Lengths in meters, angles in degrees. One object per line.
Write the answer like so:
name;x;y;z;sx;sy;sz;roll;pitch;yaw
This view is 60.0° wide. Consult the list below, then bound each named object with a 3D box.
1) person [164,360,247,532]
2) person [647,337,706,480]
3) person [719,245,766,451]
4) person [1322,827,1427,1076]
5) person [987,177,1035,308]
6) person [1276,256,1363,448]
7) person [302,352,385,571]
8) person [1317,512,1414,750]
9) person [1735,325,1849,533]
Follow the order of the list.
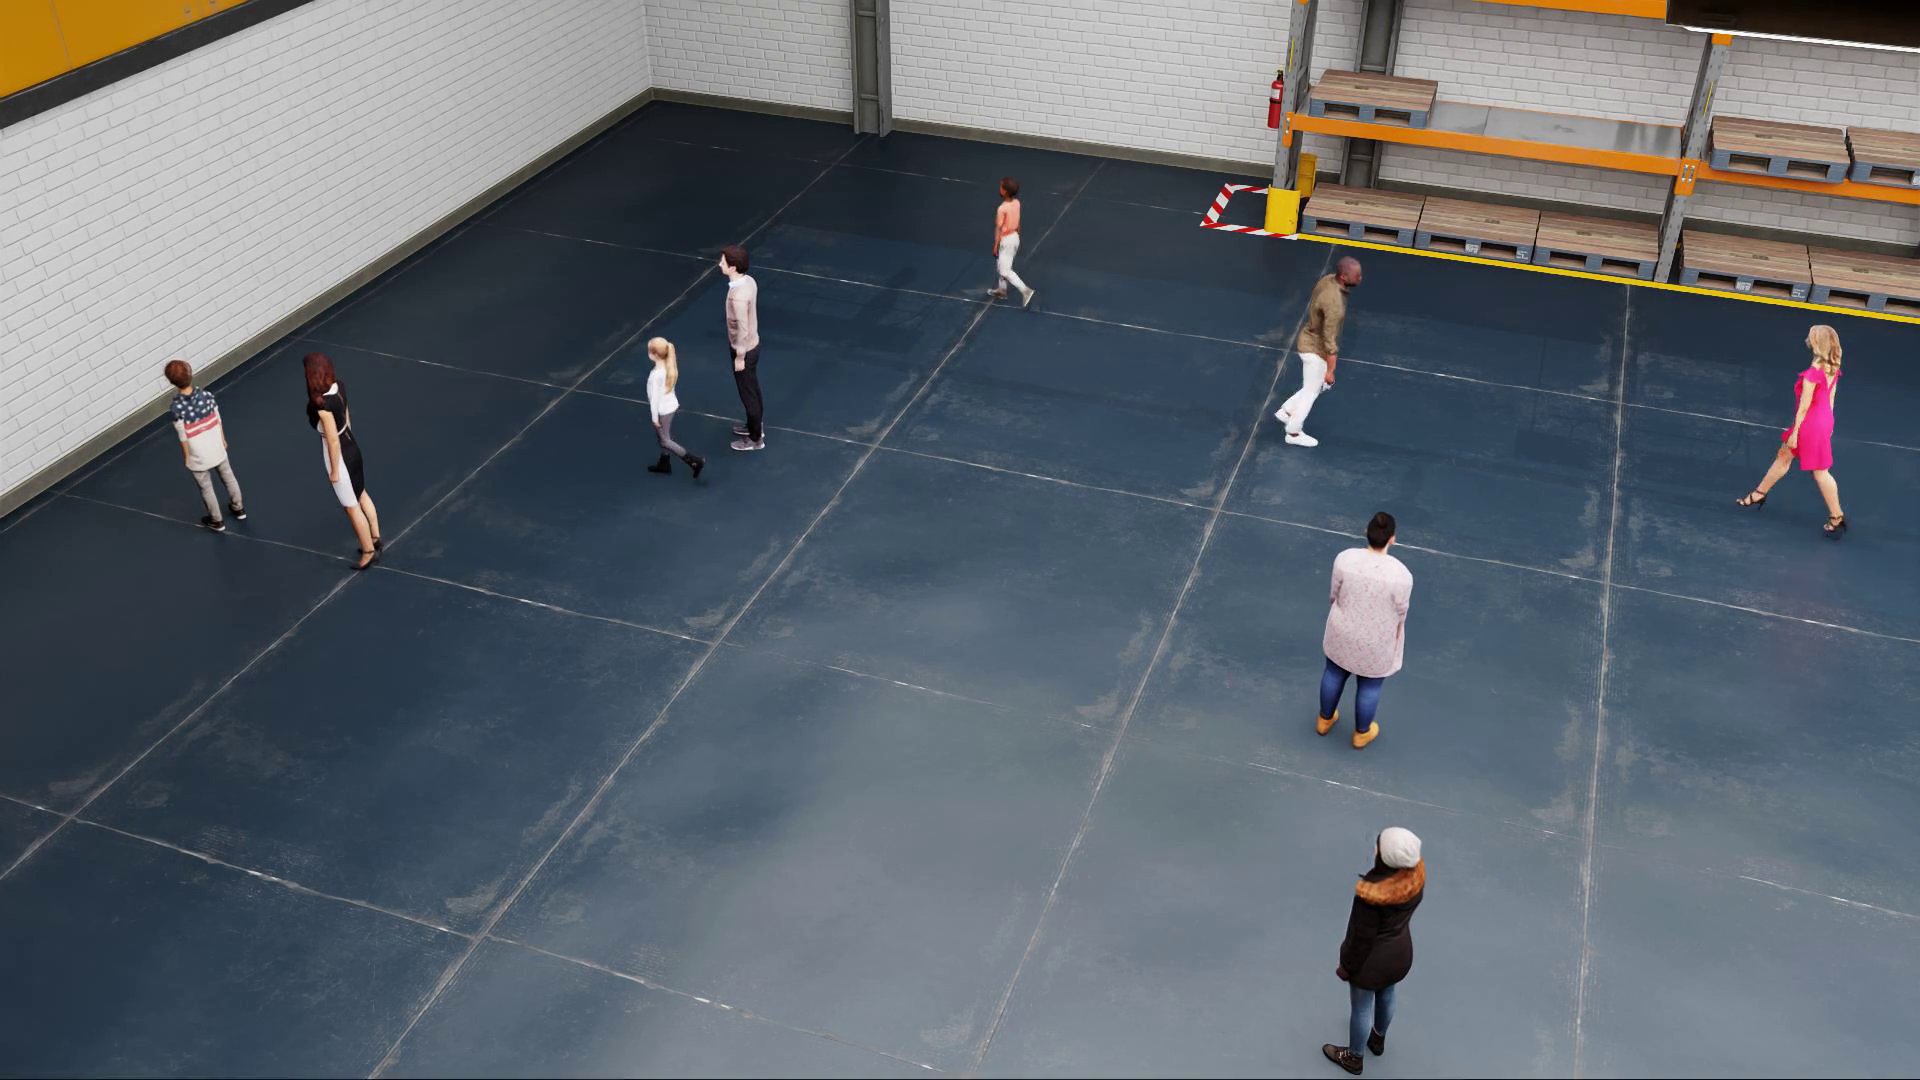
person;-5.876;-0.750;12.912;0.548;1.442;0.569;23;40;30
person;-2.345;-1.049;13.521;0.798;1.264;0.527;9;35;13
person;-1.807;-1.605;13.867;0.658;1.808;0.695;0;34;0
person;2.134;2.082;8.478;0.745;1.633;0.776;-23;40;-31
person;0.513;-2.901;16.280;0.884;1.296;0.647;24;40;31
person;2.933;-1.575;13.837;0.828;1.791;0.810;1;34;2
person;-4.575;-0.581;12.337;0.619;1.795;0.652;0;34;-1
person;2.577;0.566;10.660;0.646;1.744;0.801;20;39;28
person;6.641;-0.794;12.781;1.127;1.660;0.803;28;43;35
